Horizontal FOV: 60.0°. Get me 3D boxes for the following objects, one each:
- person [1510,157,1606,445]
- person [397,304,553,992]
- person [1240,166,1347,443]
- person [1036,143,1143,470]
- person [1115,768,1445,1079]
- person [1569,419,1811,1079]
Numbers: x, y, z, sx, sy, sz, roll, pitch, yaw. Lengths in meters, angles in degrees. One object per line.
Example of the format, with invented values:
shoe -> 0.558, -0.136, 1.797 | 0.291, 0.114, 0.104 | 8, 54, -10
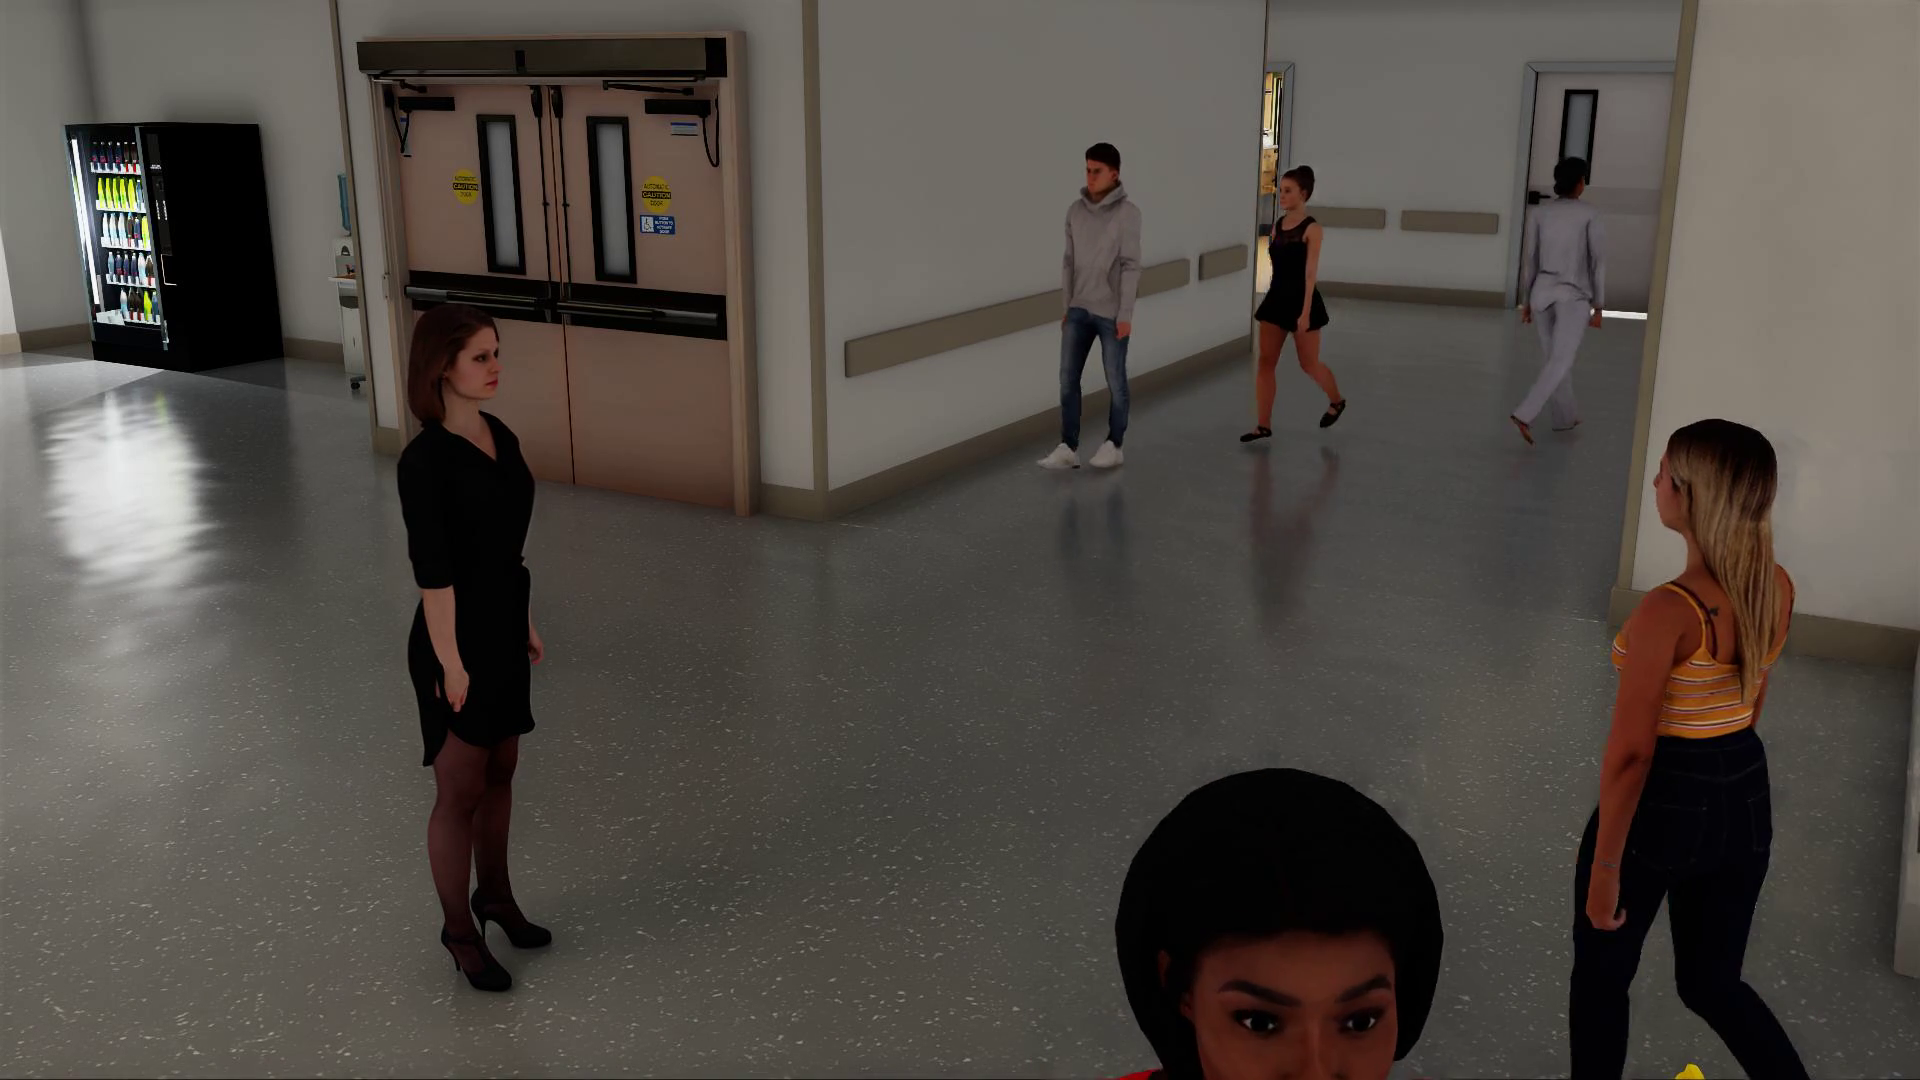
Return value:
person -> 3.618, -1.428, 10.137 | 0.927, 1.697, 1.176 | -14, 21, -40
person -> -1.205, 0.267, 4.107 | 0.587, 1.705, 0.636 | 4, 16, 14
person -> 2.116, -1.426, 10.201 | 0.916, 1.657, 1.024 | -11, 19, -34
person -> 0.859, -1.306, 9.445 | 0.864, 1.837, 0.806 | 11, 19, 35
person -> 0.256, 0.992, 1.508 | 1.035, 1.721, 0.912 | 2, 16, 6
person -> 1.420, 0.590, 3.134 | 0.919, 1.613, 1.071 | -8, 18, -26
